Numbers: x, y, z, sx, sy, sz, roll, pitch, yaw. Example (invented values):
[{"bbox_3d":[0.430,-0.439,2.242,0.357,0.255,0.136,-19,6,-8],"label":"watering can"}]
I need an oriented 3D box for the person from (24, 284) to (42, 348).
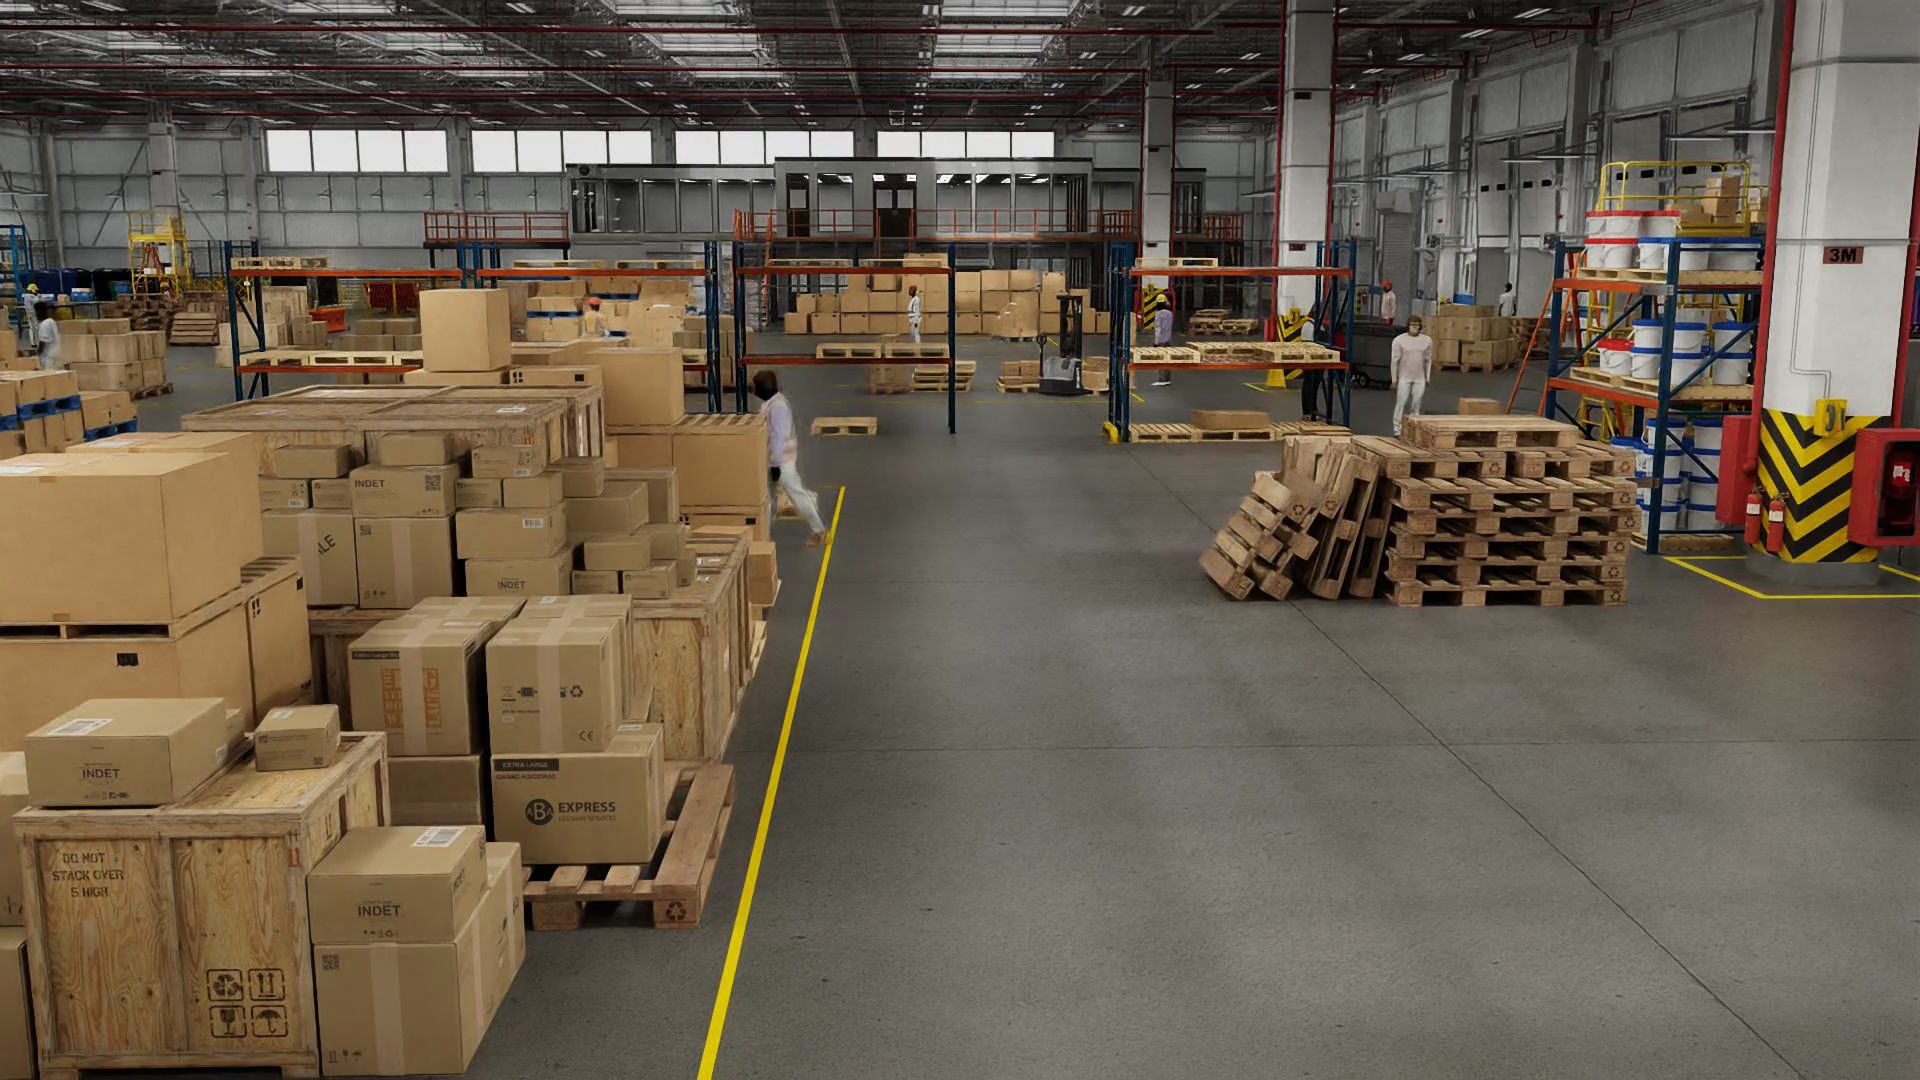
[{"bbox_3d":[-26.435,-6.396,47.532,0.600,1.832,0.404,6,12,30],"label":"person"}]

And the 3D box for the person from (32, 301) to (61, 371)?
[{"bbox_3d":[-16.754,-3.388,30.462,0.527,1.942,0.638,-3,11,-15],"label":"person"}]

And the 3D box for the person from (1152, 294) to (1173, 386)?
[{"bbox_3d":[4.256,-4.218,35.131,0.385,1.925,0.591,8,13,38],"label":"person"}]

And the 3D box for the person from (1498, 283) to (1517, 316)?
[{"bbox_3d":[15.647,-6.406,47.580,0.515,1.849,0.428,-1,10,-4],"label":"person"}]

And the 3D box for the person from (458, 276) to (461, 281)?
[{"bbox_3d":[-17.434,-8.365,58.364,0.357,1.881,0.574,-7,13,-36],"label":"person"}]

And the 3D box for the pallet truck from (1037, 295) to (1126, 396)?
[{"bbox_3d":[2.483,-3.881,33.060,1.885,1.965,0.823,-7,13,-36],"label":"pallet truck"}]

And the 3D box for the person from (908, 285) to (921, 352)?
[{"bbox_3d":[-1.210,-5.836,44.305,0.353,1.877,0.573,-3,11,-17],"label":"person"}]

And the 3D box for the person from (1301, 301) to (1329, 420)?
[{"bbox_3d":[6.105,-3.071,28.430,0.536,2.000,0.672,6,12,29],"label":"person"}]

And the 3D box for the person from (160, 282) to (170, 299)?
[{"bbox_3d":[-25.484,-7.408,53.420,0.320,1.742,0.492,-5,11,-25],"label":"person"}]

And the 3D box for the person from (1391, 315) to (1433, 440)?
[{"bbox_3d":[6.817,-2.427,25.131,0.632,1.936,0.359,-1,10,-5],"label":"person"}]

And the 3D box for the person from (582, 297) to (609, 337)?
[{"bbox_3d":[-7.622,-4.137,34.831,0.550,1.890,1.011,6,12,29],"label":"person"}]

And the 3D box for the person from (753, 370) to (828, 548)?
[{"bbox_3d":[-1.758,-0.782,16.422,0.971,1.790,0.706,-3,11,-18],"label":"person"}]

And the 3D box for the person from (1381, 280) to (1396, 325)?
[{"bbox_3d":[11.654,-6.083,45.345,0.391,1.991,0.612,-2,10,-10],"label":"person"}]

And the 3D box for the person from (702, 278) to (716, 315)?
[{"bbox_3d":[-8.054,-7.490,53.499,1.005,1.893,0.548,4,11,22],"label":"person"}]

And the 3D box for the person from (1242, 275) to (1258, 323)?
[{"bbox_3d":[9.775,-8.014,56.298,0.634,1.923,0.515,-9,14,-42],"label":"person"}]
